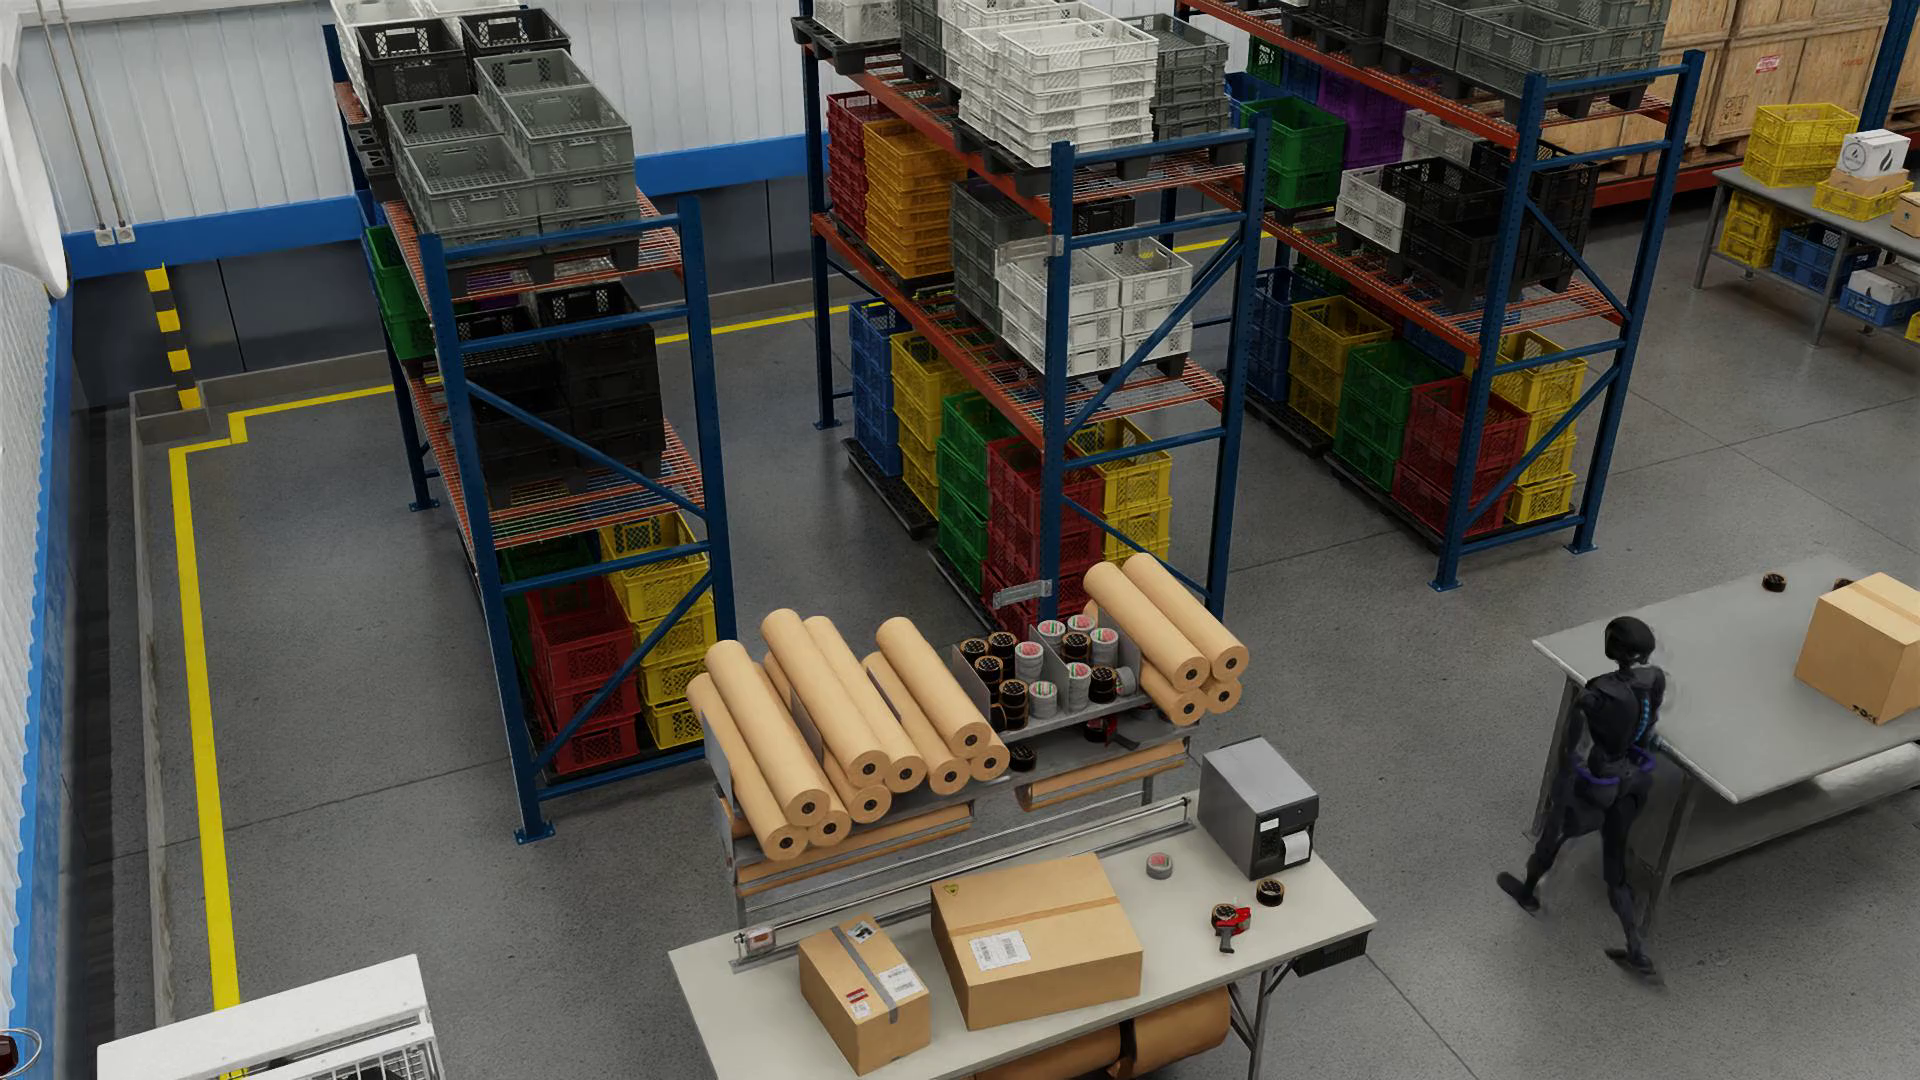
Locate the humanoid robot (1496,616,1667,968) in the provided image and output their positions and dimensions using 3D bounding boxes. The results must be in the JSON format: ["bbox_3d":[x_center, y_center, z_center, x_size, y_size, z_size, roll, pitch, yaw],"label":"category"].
[{"bbox_3d":[2.724,1.052,6.966,0.607,1.637,0.752,-14,34,-21],"label":"humanoid robot"}]
